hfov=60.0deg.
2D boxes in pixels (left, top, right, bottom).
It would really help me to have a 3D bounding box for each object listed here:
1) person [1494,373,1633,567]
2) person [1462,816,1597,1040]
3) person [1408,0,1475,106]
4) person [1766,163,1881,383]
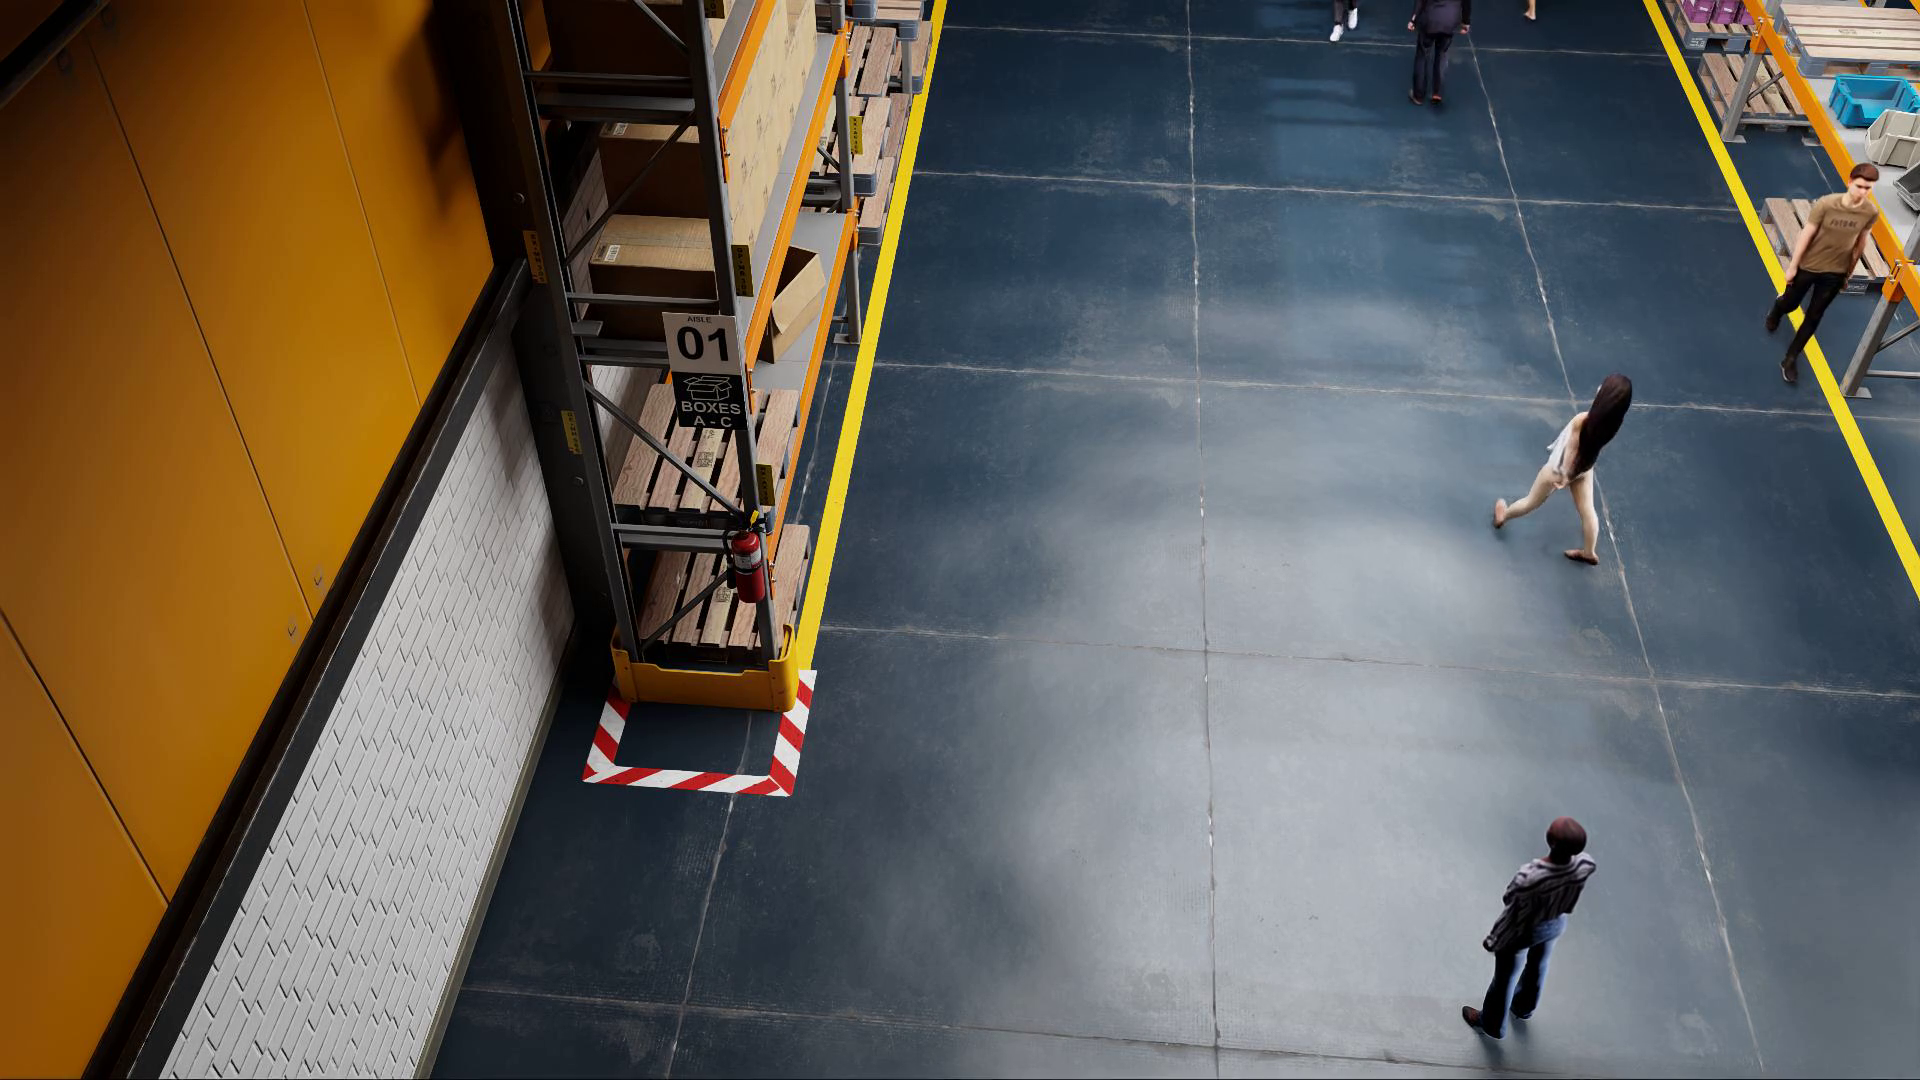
[{"bbox_3d":[4.187,-0.582,11.633,0.923,1.632,1.123,-7,44,-7],"label":"person"},{"bbox_3d":[3.013,2.046,8.756,0.705,1.795,0.702,-17,46,-17],"label":"person"},{"bbox_3d":[4.689,-5.050,16.202,0.779,1.798,0.781,-2,44,-2],"label":"person"},{"bbox_3d":[6.804,-2.197,13.179,0.773,1.836,1.083,9,44,10],"label":"person"}]
